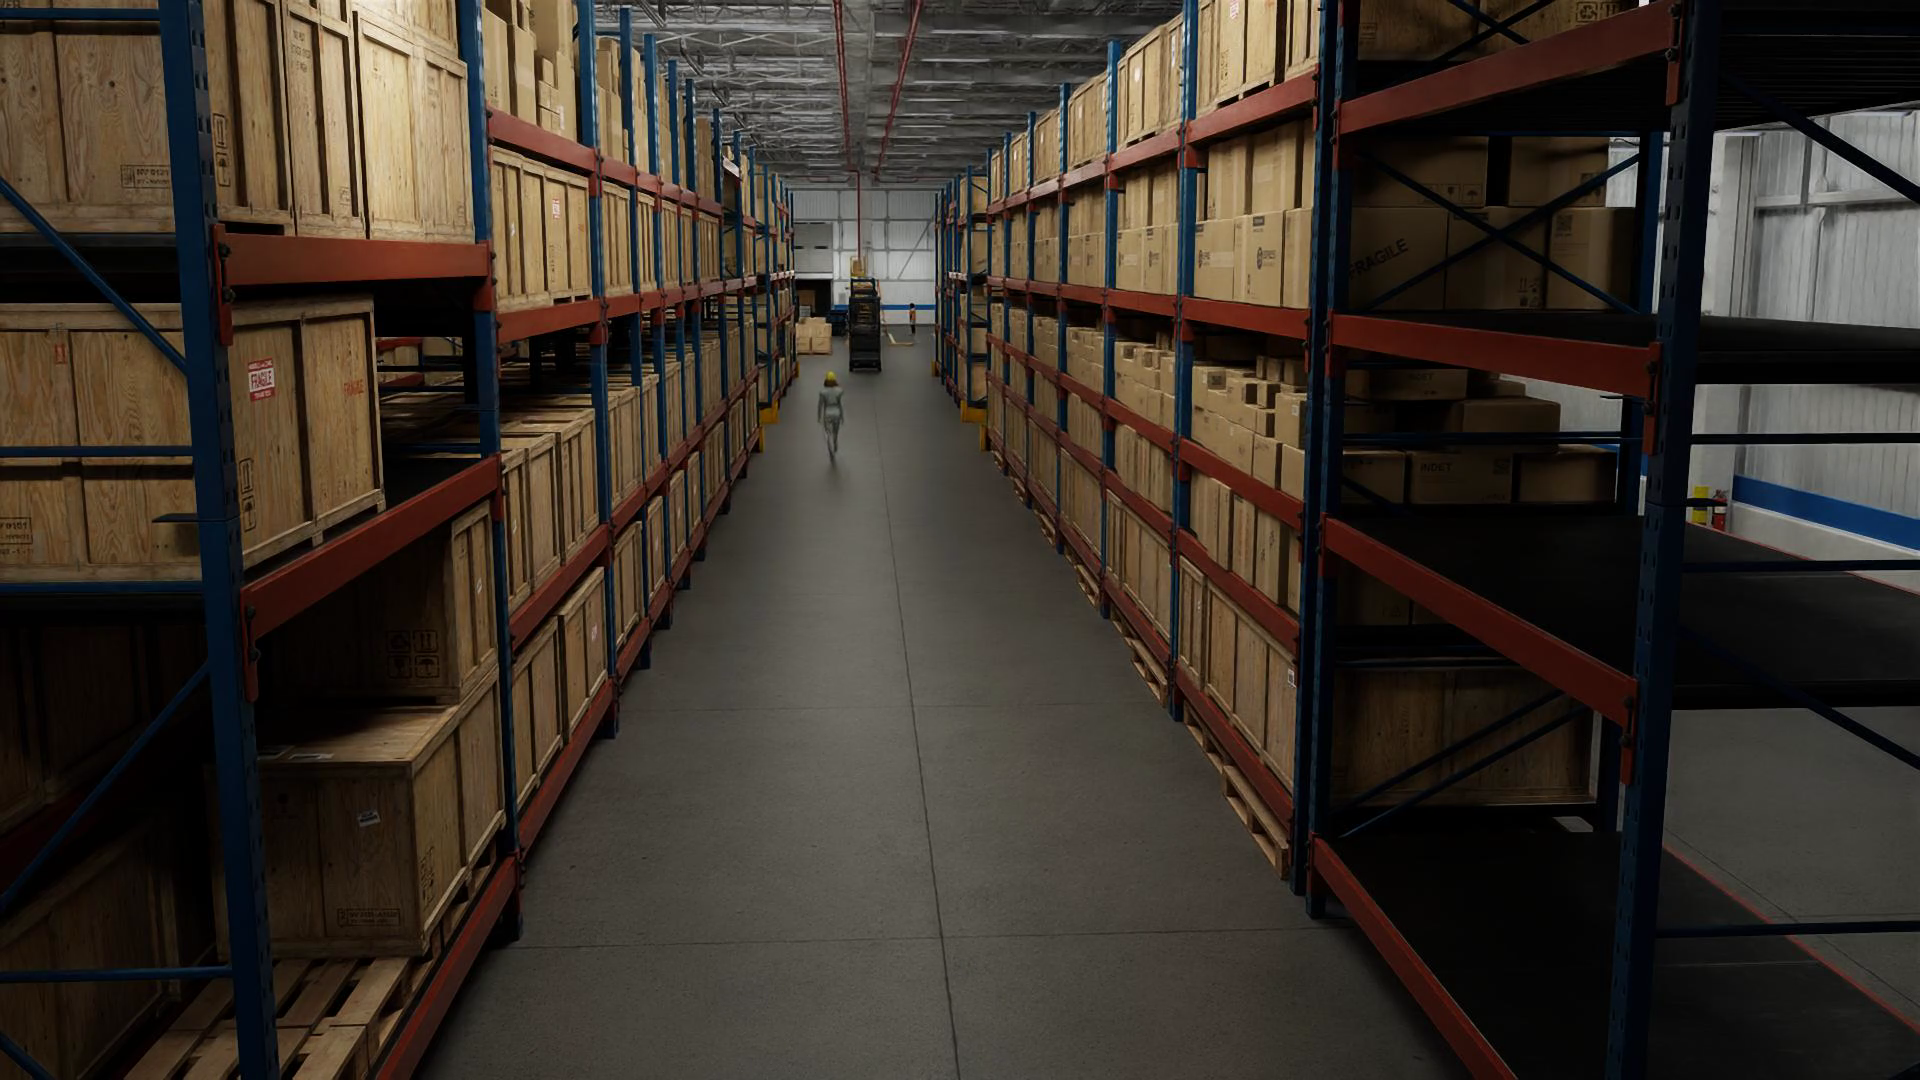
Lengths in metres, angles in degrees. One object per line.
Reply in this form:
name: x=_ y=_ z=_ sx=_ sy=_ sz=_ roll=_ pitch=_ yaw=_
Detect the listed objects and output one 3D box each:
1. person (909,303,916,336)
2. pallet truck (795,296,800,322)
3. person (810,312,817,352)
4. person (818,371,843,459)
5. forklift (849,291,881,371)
person: x=-2.472 y=-11.503 z=86.742 sx=0.319 sy=1.688 sz=0.540 roll=3 pitch=10 yaw=18
pallet truck: x=-8.622 y=-12.439 z=91.403 sx=1.885 sy=1.965 sz=0.823 roll=2 pitch=10 yaw=13
person: x=-6.287 y=-8.915 z=71.262 sx=0.320 sy=1.692 sz=0.531 roll=-2 pitch=10 yaw=-14
person: x=-2.499 y=-2.410 z=32.336 sx=0.489 sy=1.730 sz=0.596 roll=-2 pitch=10 yaw=-15
forklift: x=-3.351 y=-7.372 z=58.501 sx=1.129 sy=2.768 sz=1.873 roll=-1 pitch=10 yaw=-3
